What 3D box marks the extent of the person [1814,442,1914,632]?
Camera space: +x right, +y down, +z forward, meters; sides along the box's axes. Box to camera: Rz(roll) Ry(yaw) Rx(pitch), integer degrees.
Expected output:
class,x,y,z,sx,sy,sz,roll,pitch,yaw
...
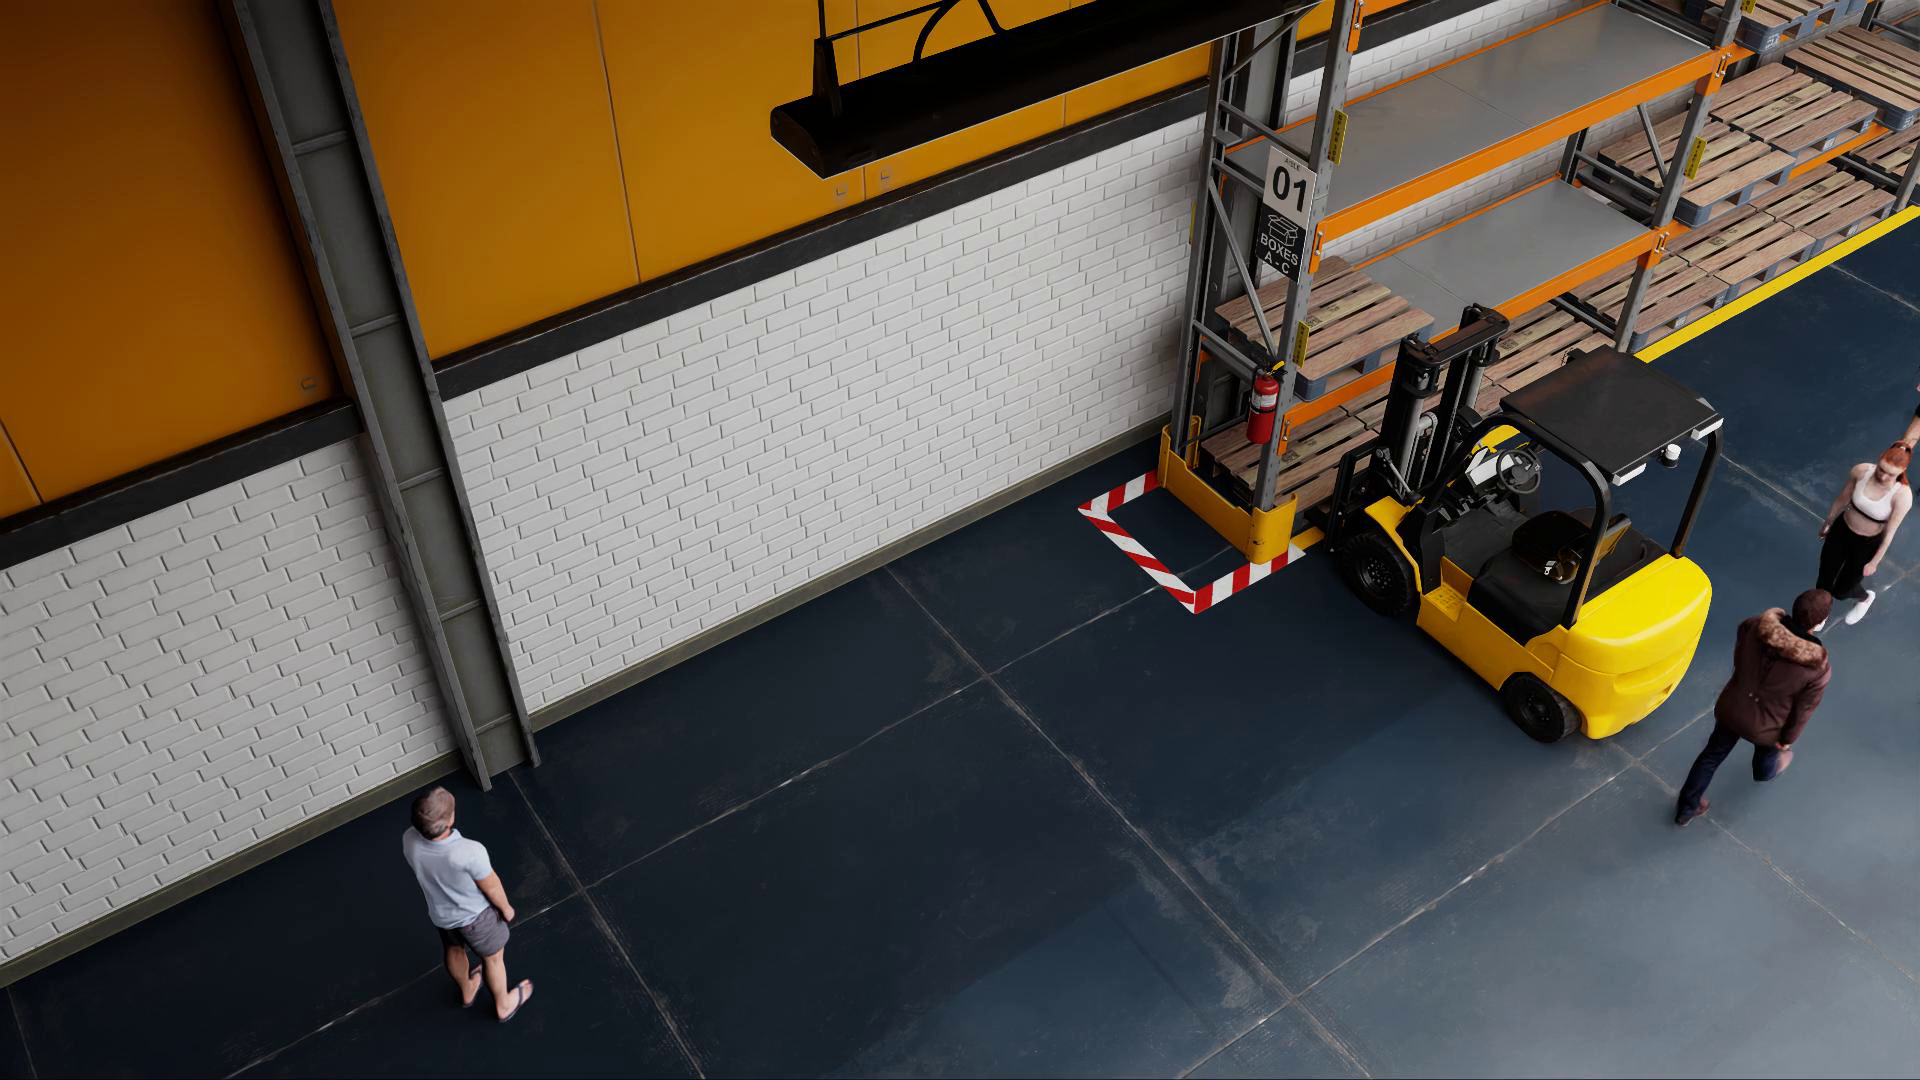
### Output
class,x,y,z,sx,sy,sz,roll,pitch,yaw
person,5.958,-0.004,10.969,0.851,1.732,0.708,-19,47,-19

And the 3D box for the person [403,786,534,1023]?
class,x,y,z,sx,sy,sz,roll,pitch,yaw
person,-2.655,1.963,8.834,0.739,1.829,0.771,12,45,13

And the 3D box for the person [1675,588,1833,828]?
class,x,y,z,sx,sy,sz,roll,pitch,yaw
person,4.637,1.050,9.818,1.124,1.794,0.759,-26,49,-25
